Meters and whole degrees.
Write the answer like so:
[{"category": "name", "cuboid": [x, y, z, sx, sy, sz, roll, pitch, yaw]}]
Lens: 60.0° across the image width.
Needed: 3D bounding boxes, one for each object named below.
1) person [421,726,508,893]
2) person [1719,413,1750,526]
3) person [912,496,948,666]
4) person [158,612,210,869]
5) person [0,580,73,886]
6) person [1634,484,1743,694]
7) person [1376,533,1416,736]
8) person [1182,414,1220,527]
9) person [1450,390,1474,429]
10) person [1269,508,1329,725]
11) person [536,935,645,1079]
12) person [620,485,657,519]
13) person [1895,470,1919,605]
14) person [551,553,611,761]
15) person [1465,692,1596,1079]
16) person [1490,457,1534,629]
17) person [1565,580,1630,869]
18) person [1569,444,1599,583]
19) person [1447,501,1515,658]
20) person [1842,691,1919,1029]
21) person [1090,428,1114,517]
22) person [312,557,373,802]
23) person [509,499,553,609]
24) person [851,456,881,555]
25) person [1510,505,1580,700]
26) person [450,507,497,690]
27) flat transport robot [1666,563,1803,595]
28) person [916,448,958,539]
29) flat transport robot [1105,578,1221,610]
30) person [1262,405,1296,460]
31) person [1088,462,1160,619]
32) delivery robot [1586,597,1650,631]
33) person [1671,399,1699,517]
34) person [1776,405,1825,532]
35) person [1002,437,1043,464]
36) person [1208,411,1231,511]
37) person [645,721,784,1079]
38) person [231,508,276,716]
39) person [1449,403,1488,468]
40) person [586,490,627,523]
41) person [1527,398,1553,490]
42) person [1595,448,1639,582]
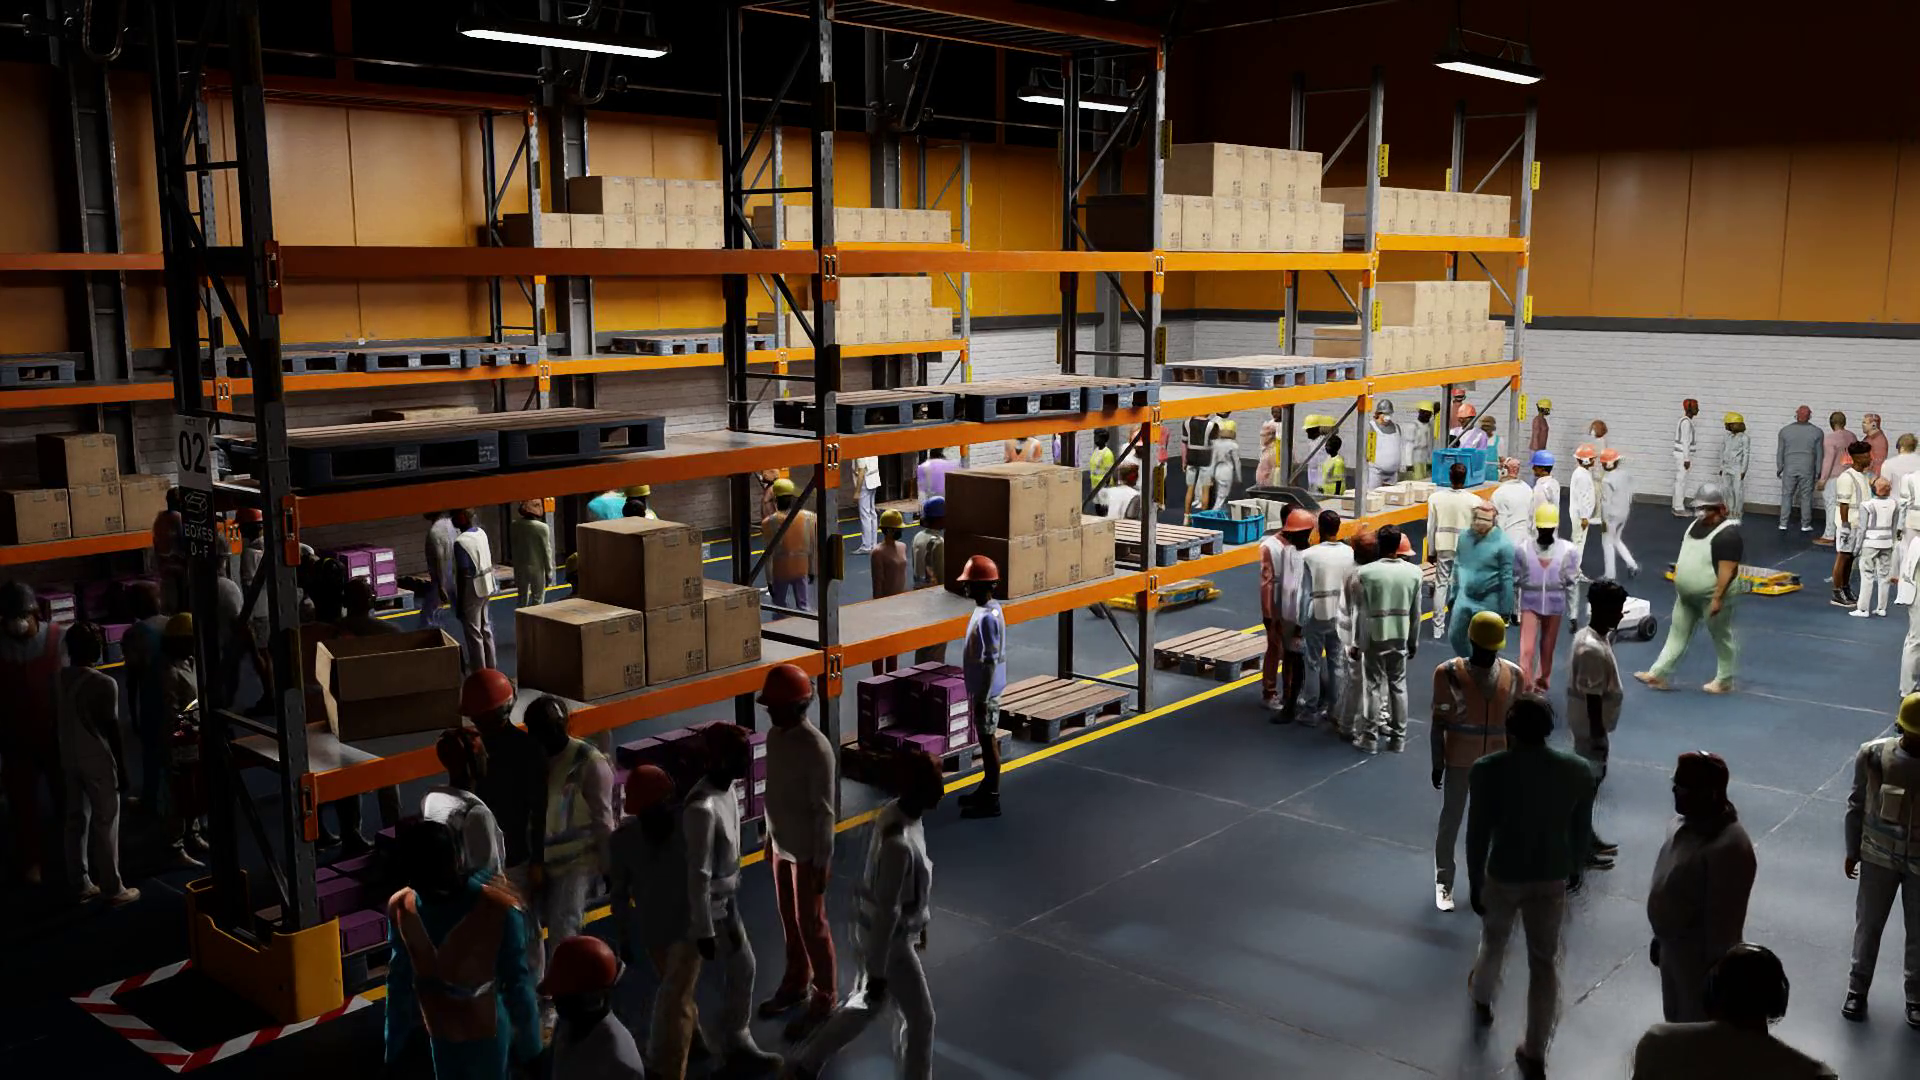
[{"category": "person", "cuboid": [-2.331, 1.809, 7.951, 0.575, 1.885, 0.355, 9, 13, 43]}, {"category": "person", "cuboid": [11.931, -1.091, 25.684, 0.296, 1.743, 0.492, -4, 10, -21]}, {"category": "person", "cuboid": [-0.231, 0.564, 15.194, 0.389, 1.948, 0.605, -5, 11, -27]}, {"category": "person", "cuboid": [-5.205, 1.338, 11.219, 0.348, 1.735, 0.493, -1, 10, -5]}, {"category": "person", "cuboid": [-6.125, 1.223, 10.984, 0.686, 2.000, 0.670, -5, 11, -27]}, {"category": "person", "cuboid": [6.884, 0.456, 15.565, 0.976, 2.000, 0.708, -2, 10, -13]}, {"category": "person", "cuboid": [3.727, 0.802, 14.353, 0.342, 1.751, 0.563, 4, 10, 23]}, {"category": "person", "cuboid": [3.693, -1.191, 25.446, 0.615, 2.029, 0.409, 6, 11, 32]}, {"category": "person", "cuboid": [8.363, -1.607, 28.014, 0.610, 1.996, 0.378, -2, 10, -14]}, {"category": "person", "cuboid": [3.062, 0.654, 14.784, 0.803, 1.915, 0.552, -6, 11, -34]}, {"category": "person", "cuboid": [-1.241, 2.221, 5.945, 0.675, 1.732, 0.569, -6, 11, -31]}, {"category": "person", "cuboid": [-3.181, 0.331, 16.685, 0.396, 1.918, 0.584, -2, 10, -14]}, {"category": "person", "cuboid": [11.389, -0.164, 19.632, 0.584, 1.917, 0.383, 5, 11, 28]}, {"category": "person", "cuboid": [-3.017, 0.977, 13.270, 0.524, 1.769, 0.308, -6, 11, -33]}, {"category": "person", "cuboid": [2.906, 1.703, 8.563, 0.644, 1.884, 0.997, 2, 10, 9]}, {"category": "person", "cuboid": [6.073, 0.028, 18.516, 0.641, 1.910, 0.401, -8, 12, -39]}, {"category": "person", "cuboid": [4.287, 1.233, 11.200, 0.405, 1.953, 0.609, 3, 10, 19]}, {"category": "person", "cuboid": [7.924, -0.341, 21.164, 0.318, 1.756, 0.563, 2, 10, 13]}, {"category": "person", "cuboid": [4.832, 0.558, 15.418, 0.451, 1.886, 0.682, -6, 11, -34]}, {"category": "person", "cuboid": [5.031, 1.686, 8.860, 0.586, 1.827, 0.404, 5, 11, 27]}, {"category": "person", "cuboid": [2.030, -0.775, 23.936, 0.319, 1.698, 0.532, -3, 10, -20]}, {"category": "person", "cuboid": [-4.692, 1.050, 12.560, 0.326, 1.863, 0.510, 4, 10, 20]}, {"category": "person", "cuboid": [-4.524, 0.326, 17.583, 0.503, 1.624, 0.295, 4, 10, 22]}, {"category": "person", "cuboid": [-1.308, -0.704, 23.094, 0.389, 1.837, 0.563, 3, 10, 18]}, {"category": "person", "cuboid": [5.231, 0.637, 14.907, 0.599, 1.888, 0.890, 3, 10, 16]}, {"category": "person", "cuboid": [-4.592, 0.536, 15.710, 0.394, 1.836, 0.561, 1, 10, 4]}, {"category": "flat transport robot", "cuboid": [9.701, 0.454, 20.845, 0.652, 0.197, 1.431, -7, 12, -38]}, {"category": "person", "cuboid": [-0.286, -0.402, 21.187, 0.608, 1.879, 0.991, -4, 10, -24]}, {"category": "flat transport robot", "cuboid": [2.434, 0.623, 19.840, 0.652, 0.197, 1.431, 9, 13, 44]}, {"category": "person", "cuboid": [5.001, -1.244, 26.196, 0.575, 1.880, 0.360, 9, 13, 42]}, {"category": "person", "cuboid": [1.863, 0.020, 18.885, 0.802, 1.816, 0.599, -5, 11, -25]}, {"category": "delivery robot", "cuboid": [7.064, 0.767, 17.851, 0.707, 0.478, 0.477, -6, 11, -32]}, {"category": "person", "cuboid": [11.634, -1.326, 26.672, 0.362, 1.883, 0.575, 3, 10, 19]}, {"category": "person", "cuboid": [12.678, -1.078, 25.106, 0.650, 1.913, 0.409, 6, 11, 32]}, {"category": "person", "cuboid": [0.916, -0.840, 23.762, 0.644, 1.897, 0.557, 7, 12, 36]}, {"category": "person", "cuboid": [4.018, -1.222, 25.755, 0.407, 1.986, 0.616, 0, 10, 0]}, {"category": "person", "cuboid": [-1.240, 1.795, 8.159, 0.663, 1.843, 0.606, 1, 10, 8]}, {"category": "person", "cuboid": [-6.295, 0.618, 14.931, 0.386, 1.930, 0.544, 0, 10, 3]}, {"category": "person", "cuboid": [7.251, -0.946, 23.927, 0.608, 2.044, 0.371, 7, 12, 36]}, {"category": "person", "cuboid": [-3.819, 0.125, 18.193, 0.437, 1.817, 0.617, 8, 12, 39]}, {"category": "person", "cuboid": [9.858, -1.528, 28.256, 0.343, 1.761, 0.526, 7, 12, 35]}, {"category": "person", "cuboid": [8.306, -0.307, 21.046, 0.597, 1.718, 0.532, -7, 12, -38]}]
